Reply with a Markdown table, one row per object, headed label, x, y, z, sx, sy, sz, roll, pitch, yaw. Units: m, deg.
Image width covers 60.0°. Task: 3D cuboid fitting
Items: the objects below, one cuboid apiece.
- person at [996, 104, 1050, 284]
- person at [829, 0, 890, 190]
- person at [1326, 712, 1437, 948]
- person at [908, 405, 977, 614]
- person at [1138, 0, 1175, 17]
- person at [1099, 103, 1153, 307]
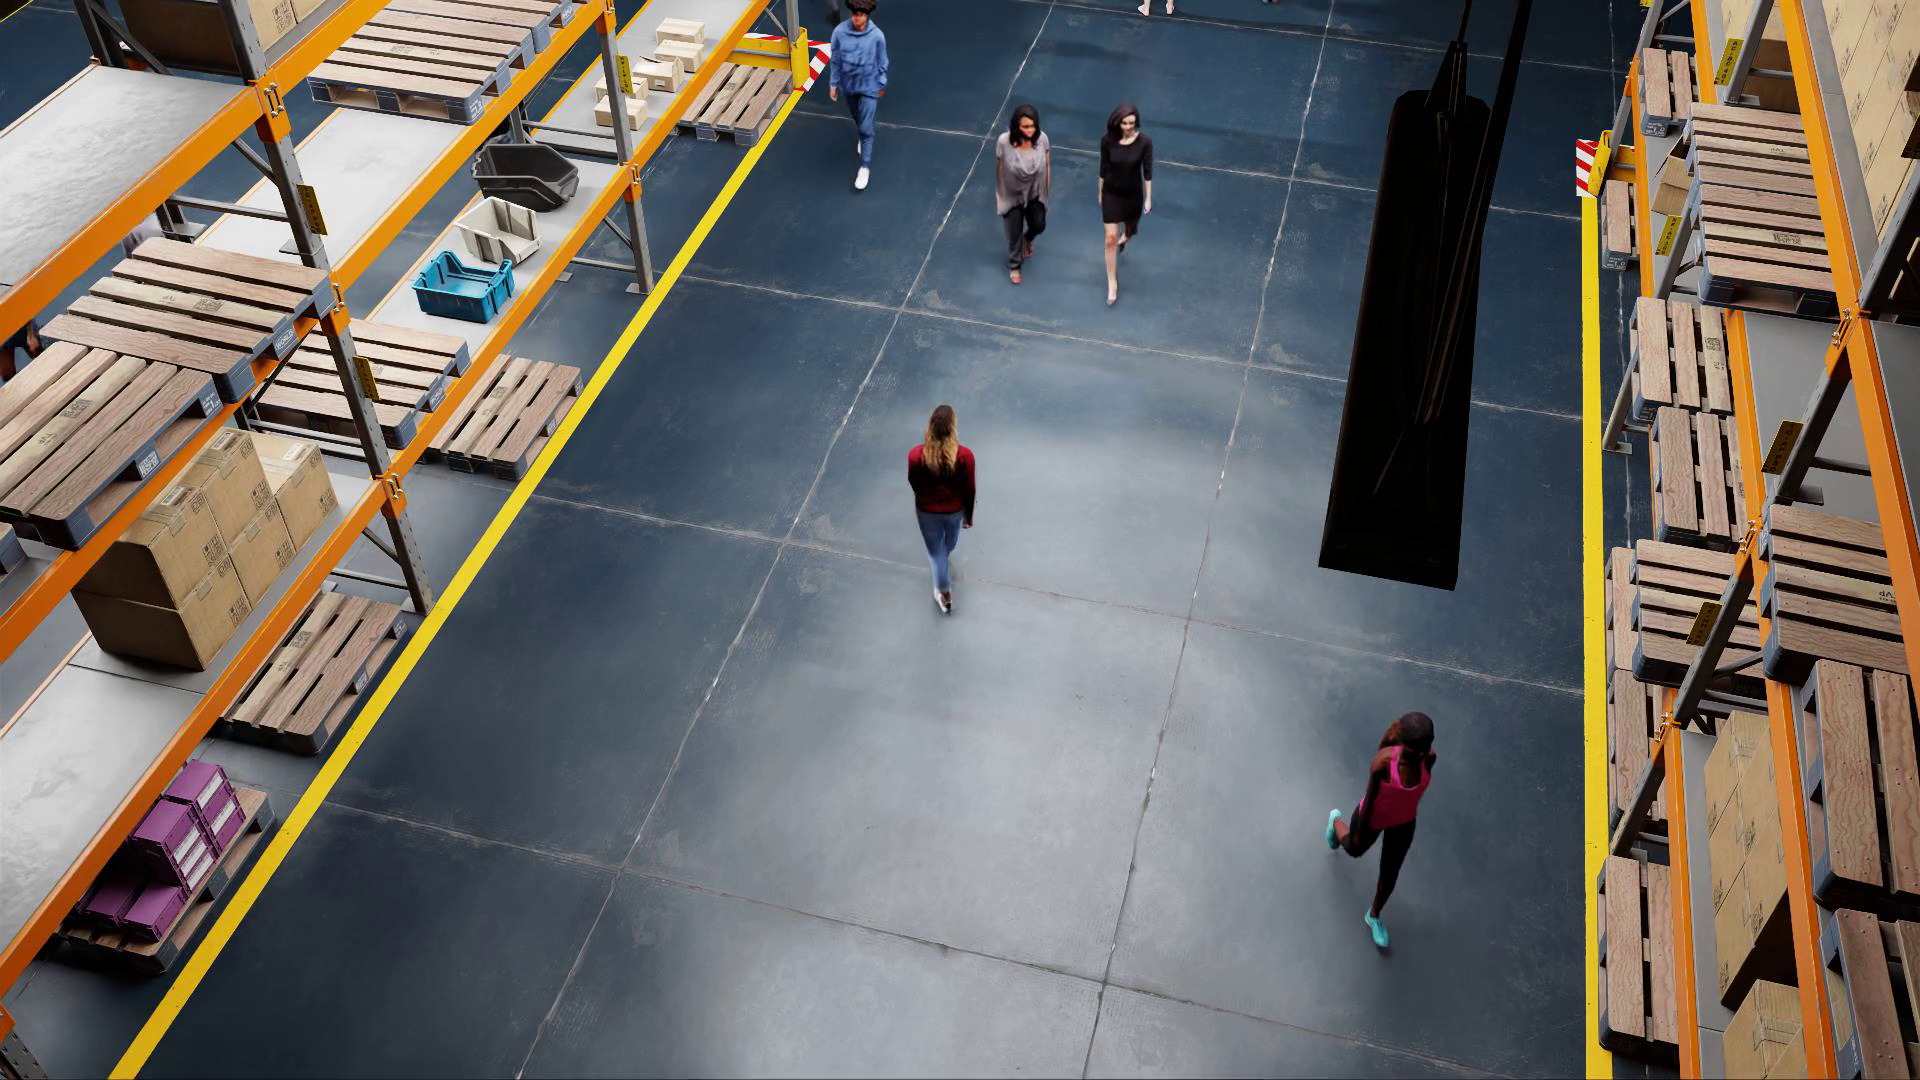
| label | x | y | z | sx | sy | sz | roll | pitch | yaw |
| --- | --- | --- | --- | --- | --- | --- | --- | --- | --- |
| person | 0.539 | -3.041 | 14.285 | 0.809 | 1.598 | 0.929 | -6 | 44 | -6 |
| person | -0.917 | -4.281 | 15.459 | 0.670 | 1.774 | 1.134 | 11 | 45 | 11 |
| person | 2.373 | 1.511 | 9.433 | 0.805 | 1.701 | 1.126 | -5 | 44 | -5 |
| person | -0.116 | -0.158 | 11.260 | 0.854 | 1.597 | 1.061 | -7 | 44 | -7 |
| person | 2.155 | -6.480 | 17.774 | 0.644 | 1.765 | 0.633 | -2 | 44 | -2 |
| person | 1.386 | -2.907 | 14.019 | 0.703 | 1.772 | 1.115 | 5 | 44 | 5 |
